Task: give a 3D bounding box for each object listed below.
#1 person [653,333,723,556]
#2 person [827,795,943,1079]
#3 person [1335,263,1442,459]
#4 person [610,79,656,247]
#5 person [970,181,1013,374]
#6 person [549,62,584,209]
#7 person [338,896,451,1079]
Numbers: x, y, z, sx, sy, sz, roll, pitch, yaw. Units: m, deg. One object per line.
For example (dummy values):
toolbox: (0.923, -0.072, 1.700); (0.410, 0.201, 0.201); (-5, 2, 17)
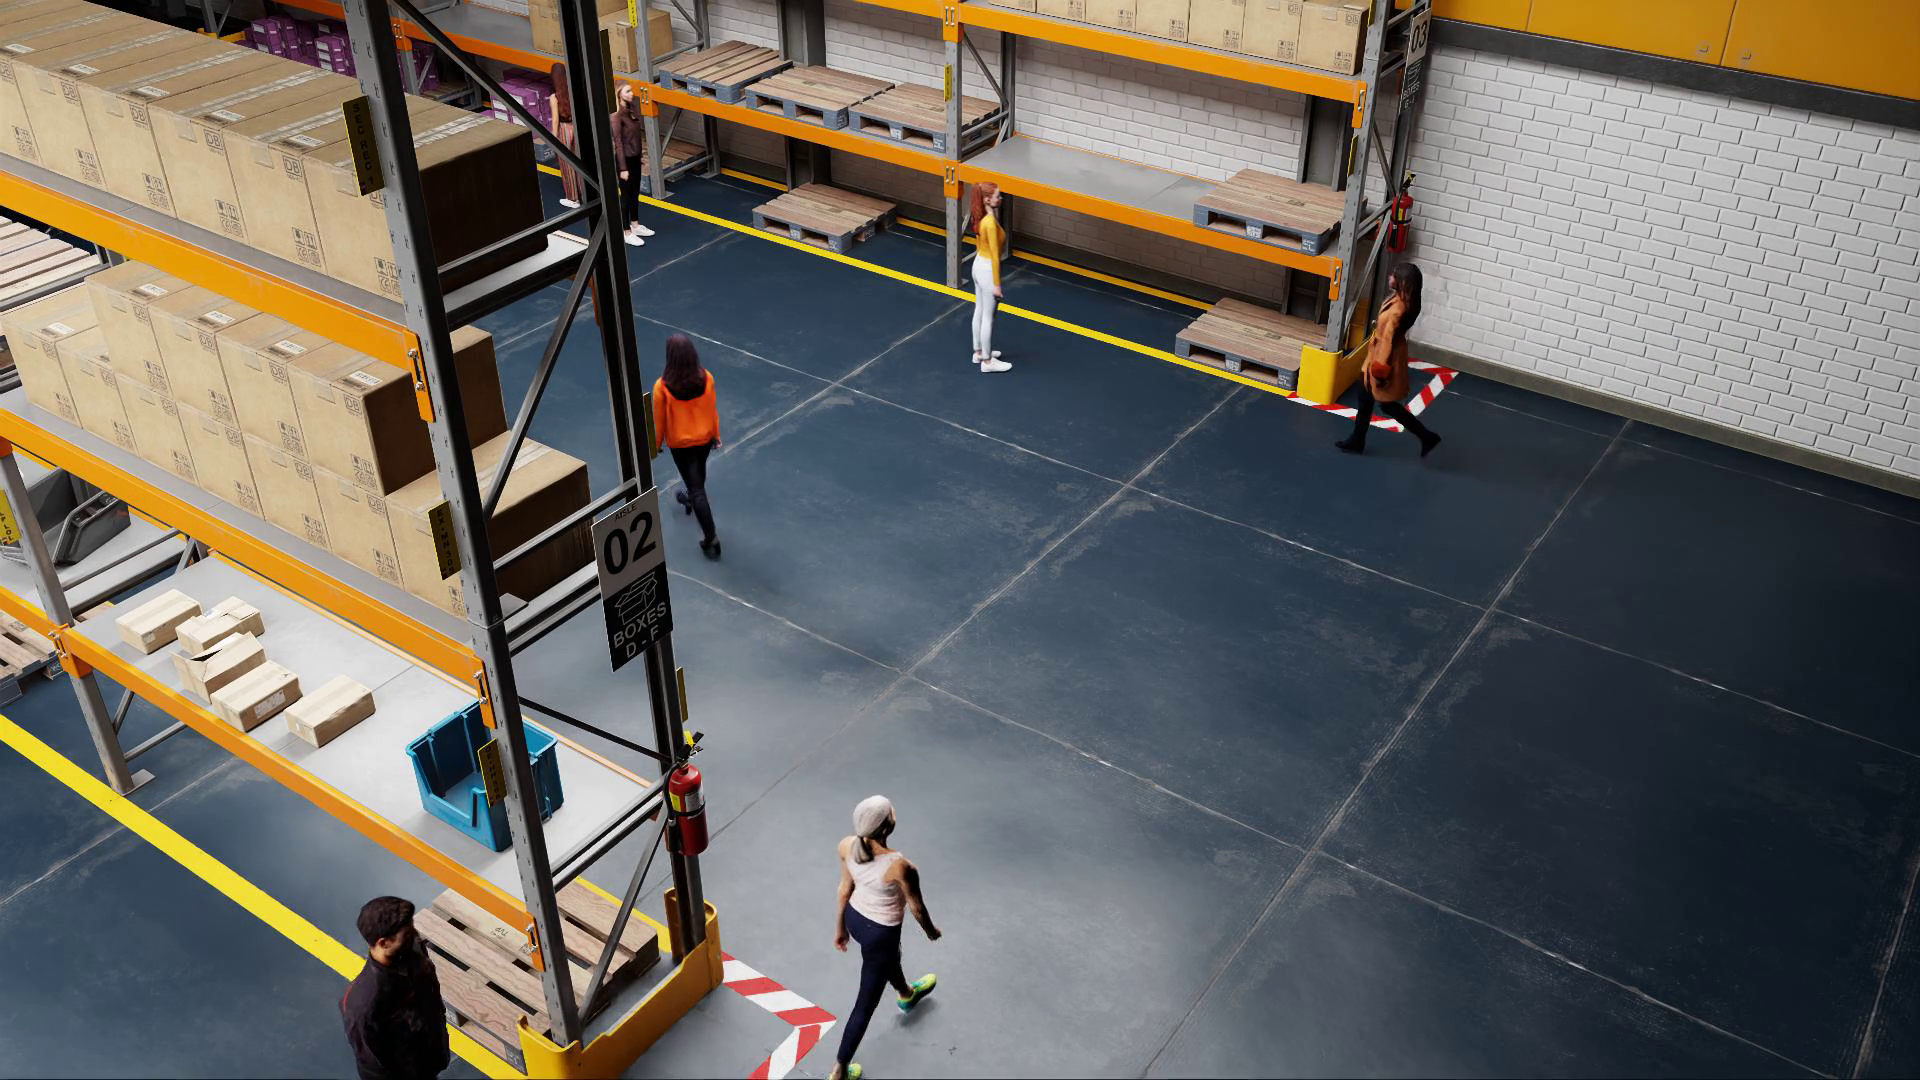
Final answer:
person: (-1.922, -0.665, 12.179); (0.836, 1.711, 1.131); (-23, 40, -30)
person: (-0.467, 2.017, 8.194); (1.124, 1.656, 0.733); (25, 41, 32)
person: (3.499, -1.372, 13.257); (1.144, 1.696, 0.877); (12, 35, 18)
person: (-3.401, -3.884, 17.028); (0.611, 1.704, 0.662); (10, 35, 14)
person: (0.236, -2.326, 14.642); (0.735, 1.750, 0.662); (-9, 35, -14)
person: (-4.217, -4.363, 17.877); (0.509, 1.562, 0.549); (20, 38, 27)
person: (-2.571, 2.336, 7.487); (1.311, 1.907, 1.079); (5, 34, 8)
